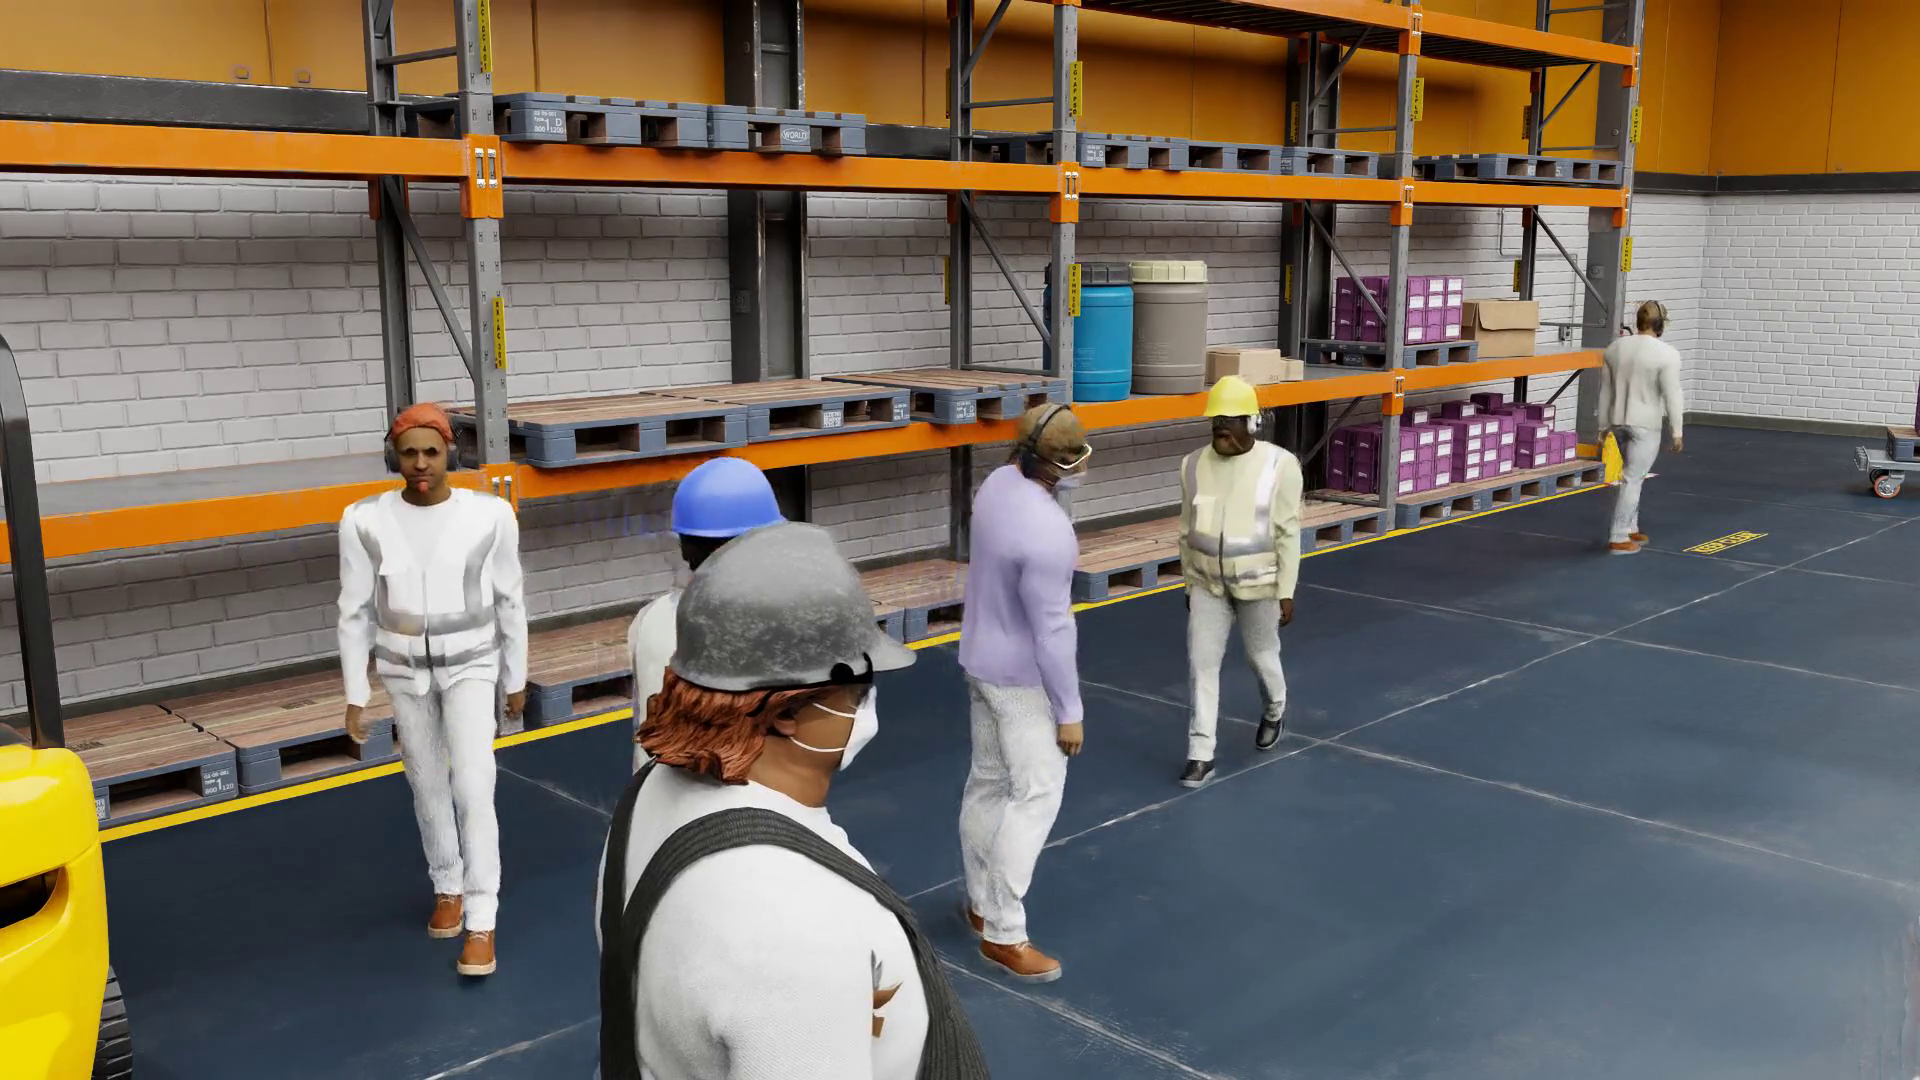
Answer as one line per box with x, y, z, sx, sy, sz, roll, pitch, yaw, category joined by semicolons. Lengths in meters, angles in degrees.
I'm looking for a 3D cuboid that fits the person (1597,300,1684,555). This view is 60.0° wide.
5.198;-0.848;12.610;0.737;1.910;0.655;-5;12;-27;person

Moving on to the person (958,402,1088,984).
0.177;0.470;5.517;0.370;1.896;0.755;-4;11;-18;person

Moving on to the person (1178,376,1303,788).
1.262;0.155;7.461;0.587;1.807;0.843;5;12;27;person

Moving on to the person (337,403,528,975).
-1.734;0.489;5.470;0.580;1.850;0.822;-1;10;-5;person

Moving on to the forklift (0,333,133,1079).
-3.289;0.485;4.582;1.214;2.155;2.313;-10;14;-44;forklift

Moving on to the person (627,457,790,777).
-0.573;0.752;3.948;0.979;1.901;0.632;-7;12;-32;person
